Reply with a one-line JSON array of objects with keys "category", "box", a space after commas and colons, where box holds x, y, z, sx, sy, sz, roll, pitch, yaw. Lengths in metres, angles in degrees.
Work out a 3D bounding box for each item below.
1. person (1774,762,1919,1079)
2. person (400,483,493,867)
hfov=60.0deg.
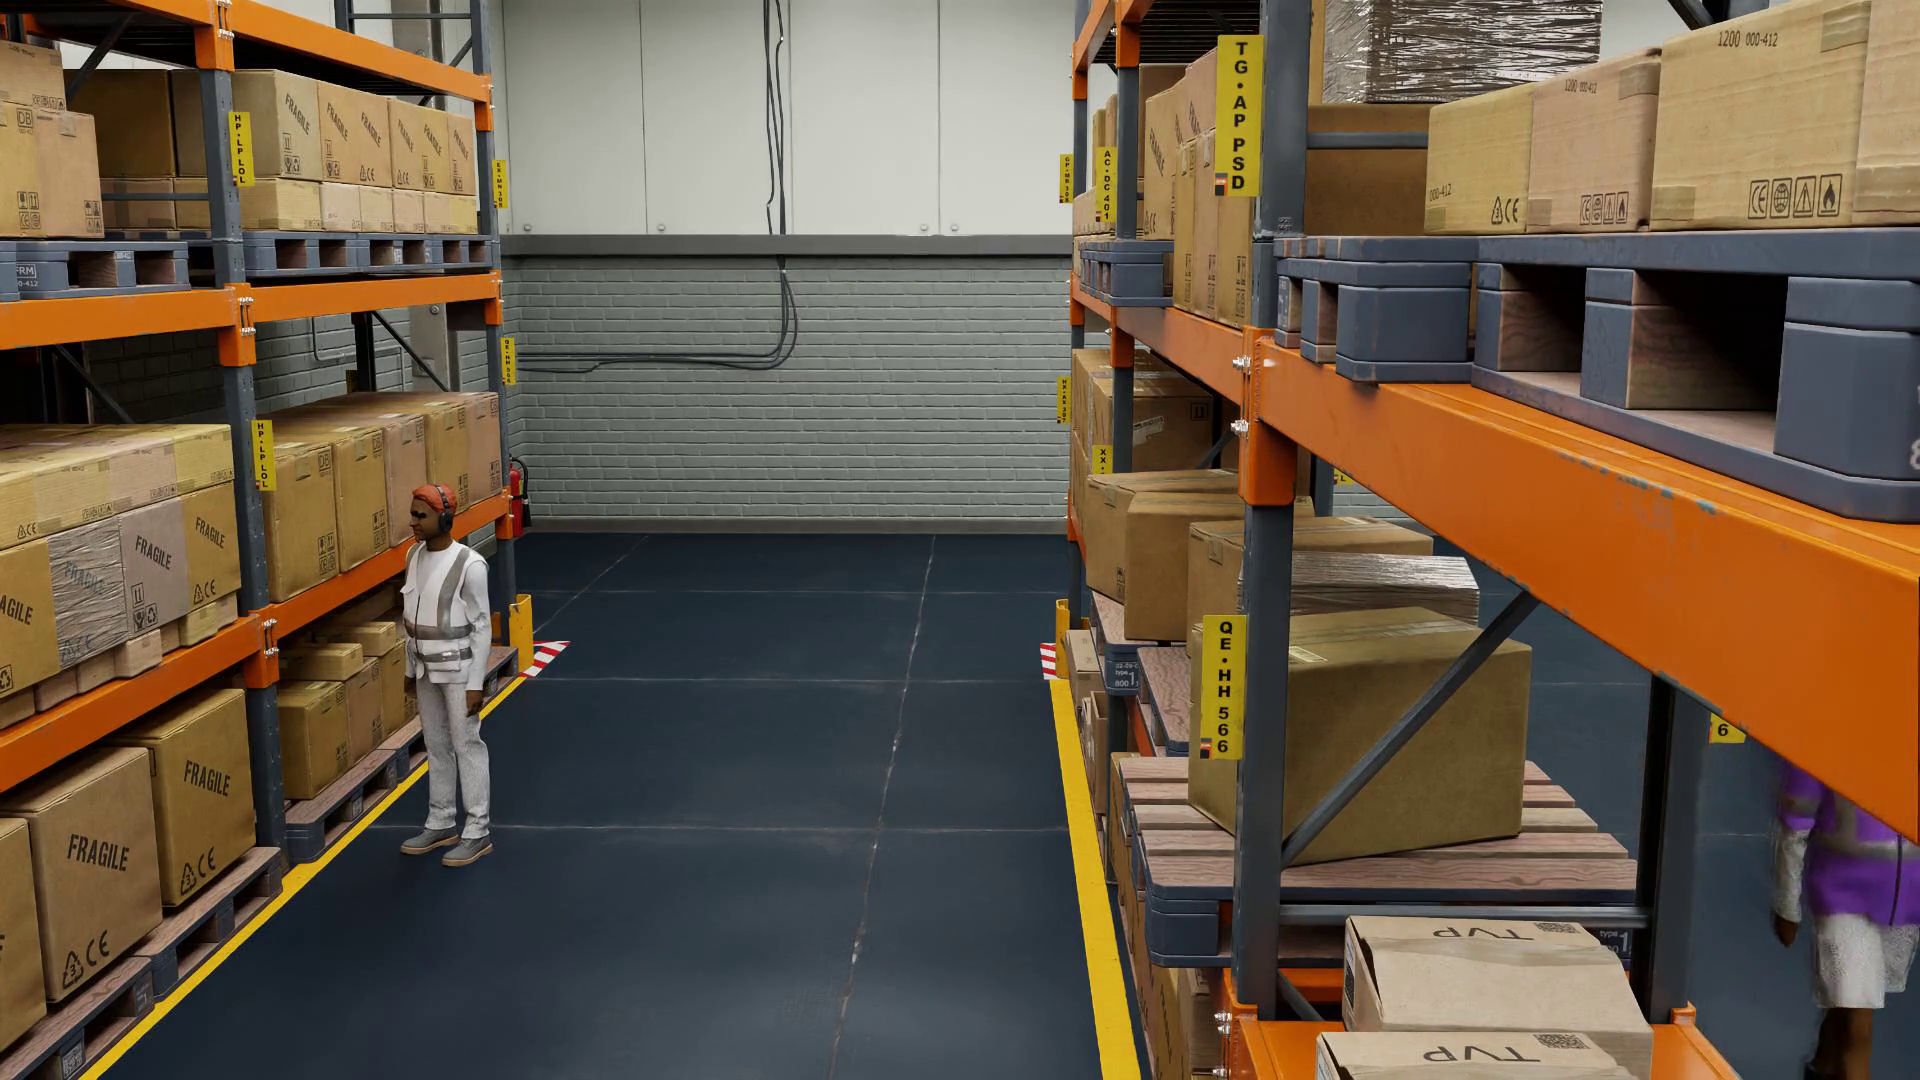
[{"category": "person", "box": [2.923, 1.167, 5.276, 0.555, 1.882, 0.979, 0, 10, 0]}, {"category": "person", "box": [-2.534, 0.656, 8.171, 0.574, 1.883, 0.355, 7, 12, 35]}]
